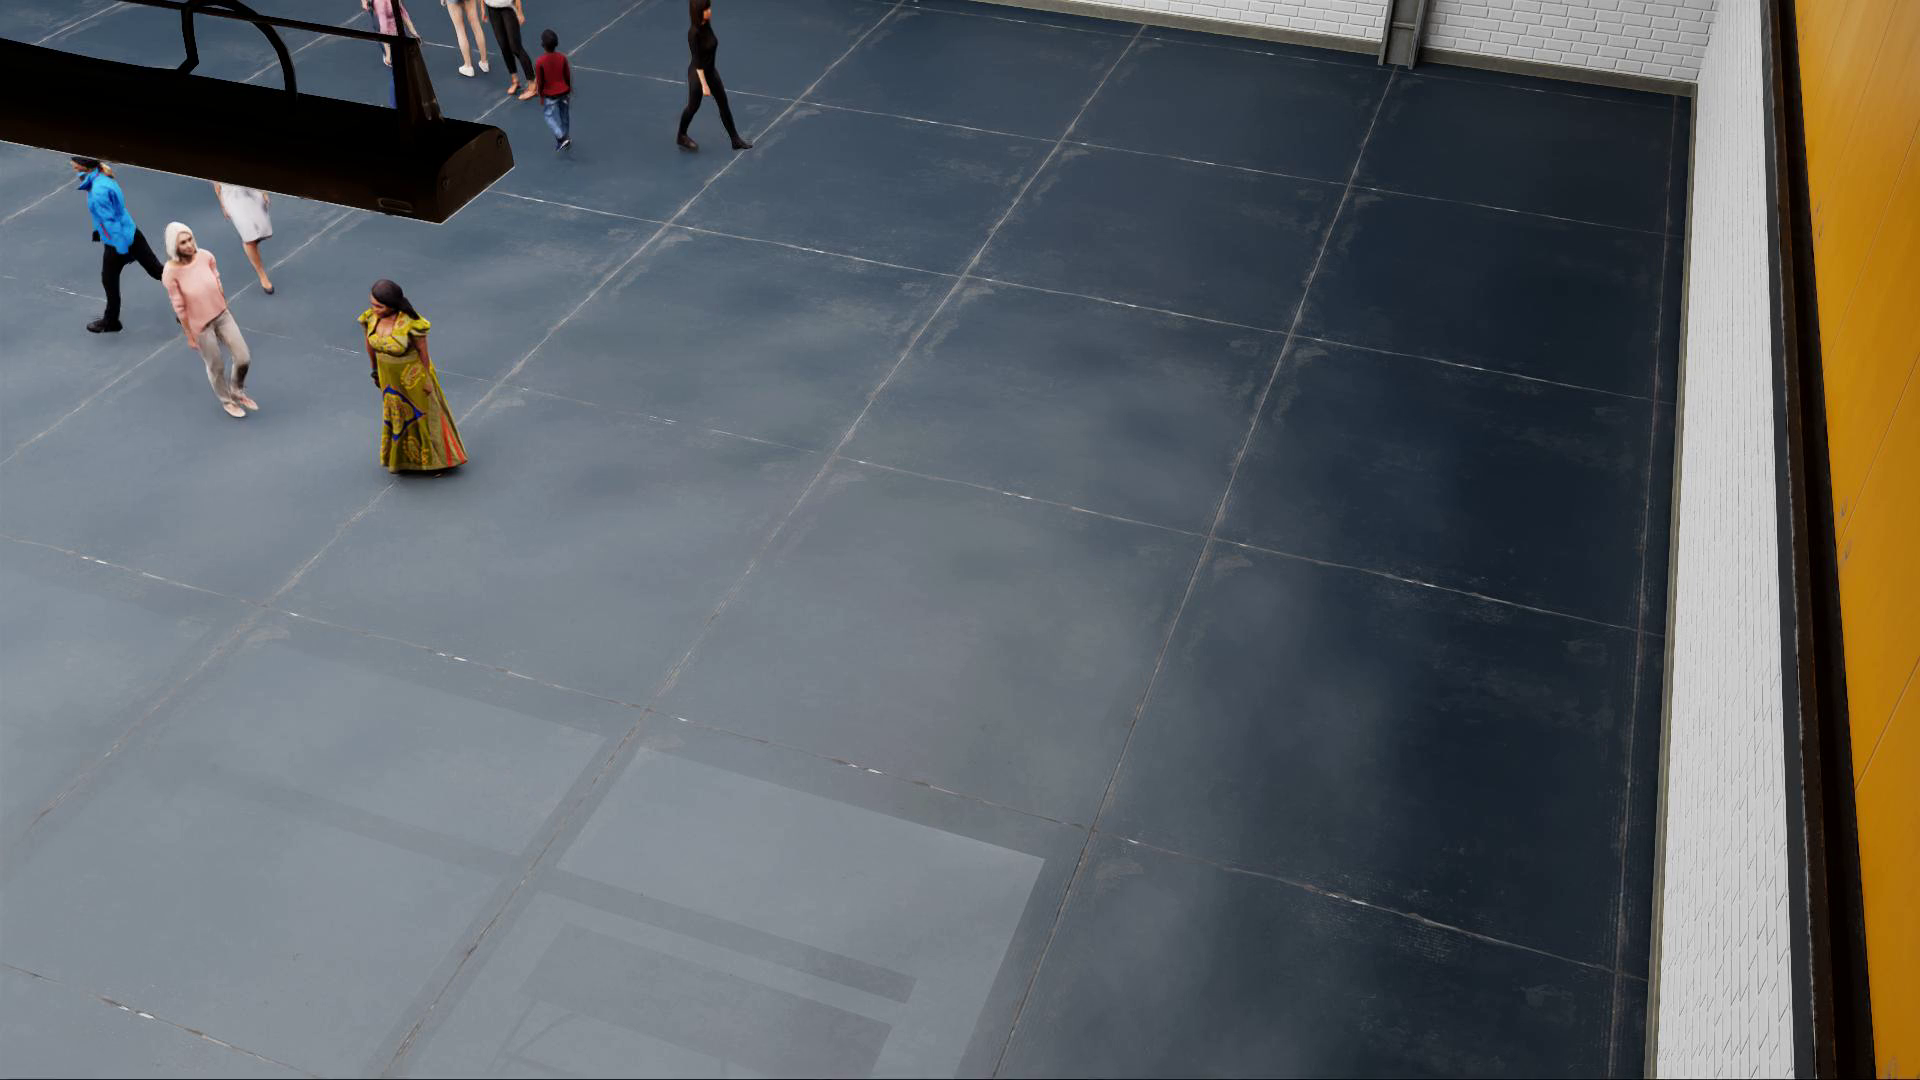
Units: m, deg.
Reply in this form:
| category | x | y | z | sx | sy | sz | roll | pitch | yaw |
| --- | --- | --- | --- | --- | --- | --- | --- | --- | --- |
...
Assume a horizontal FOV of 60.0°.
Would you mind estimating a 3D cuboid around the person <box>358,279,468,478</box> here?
| category | x | y | z | sx | sy | sz | roll | pitch | yaw |
| --- | --- | --- | --- | --- | --- | --- | --- | --- | --- |
| person | -4.115 | -1.219 | 12.332 | 0.783 | 1.659 | 0.966 | 6 | 39 | 8 |

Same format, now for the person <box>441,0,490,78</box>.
| category | x | y | z | sx | sy | sz | roll | pitch | yaw |
| --- | --- | --- | --- | --- | --- | --- | --- | --- | --- |
| person | -5.468 | -5.964 | 18.192 | 0.641 | 1.759 | 0.662 | -25 | 45 | -28 |

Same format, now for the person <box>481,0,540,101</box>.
| category | x | y | z | sx | sy | sz | roll | pitch | yaw |
| --- | --- | --- | --- | --- | --- | --- | --- | --- | --- |
| person | -4.881 | -5.672 | 17.787 | 0.572 | 1.809 | 0.770 | 10 | 40 | 12 |

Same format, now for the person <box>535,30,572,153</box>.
| category | x | y | z | sx | sy | sz | roll | pitch | yaw |
| --- | --- | --- | --- | --- | --- | --- | --- | --- | --- |
| person | -4.067 | -4.511 | 16.782 | 0.677 | 1.249 | 0.760 | -25 | 45 | -28 |

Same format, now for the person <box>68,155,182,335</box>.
| category | x | y | z | sx | sy | sz | roll | pitch | yaw |
| --- | --- | --- | --- | --- | --- | --- | --- | --- | --- |
| person | -6.860 | -2.480 | 13.841 | 1.284 | 1.746 | 1.026 | -5 | 39 | -7 |

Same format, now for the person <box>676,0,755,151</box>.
| category | x | y | z | sx | sy | sz | roll | pitch | yaw |
| --- | --- | --- | --- | --- | --- | --- | --- | --- | --- |
| person | -2.652 | -4.641 | 16.666 | 1.035 | 1.598 | 0.598 | 13 | 40 | 16 |

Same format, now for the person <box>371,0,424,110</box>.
| category | x | y | z | sx | sy | sz | roll | pitch | yaw |
| --- | --- | --- | --- | --- | --- | --- | --- | --- | --- |
| person | -5.920 | -5.136 | 17.186 | 0.934 | 1.722 | 0.769 | -2 | 39 | -3 |

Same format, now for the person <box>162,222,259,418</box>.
| category | x | y | z | sx | sy | sz | roll | pitch | yaw |
| --- | --- | --- | --- | --- | --- | --- | --- | --- | --- |
| person | -5.890 | -1.718 | 12.913 | 0.679 | 1.714 | 0.680 | 24 | 44 | 27 |
